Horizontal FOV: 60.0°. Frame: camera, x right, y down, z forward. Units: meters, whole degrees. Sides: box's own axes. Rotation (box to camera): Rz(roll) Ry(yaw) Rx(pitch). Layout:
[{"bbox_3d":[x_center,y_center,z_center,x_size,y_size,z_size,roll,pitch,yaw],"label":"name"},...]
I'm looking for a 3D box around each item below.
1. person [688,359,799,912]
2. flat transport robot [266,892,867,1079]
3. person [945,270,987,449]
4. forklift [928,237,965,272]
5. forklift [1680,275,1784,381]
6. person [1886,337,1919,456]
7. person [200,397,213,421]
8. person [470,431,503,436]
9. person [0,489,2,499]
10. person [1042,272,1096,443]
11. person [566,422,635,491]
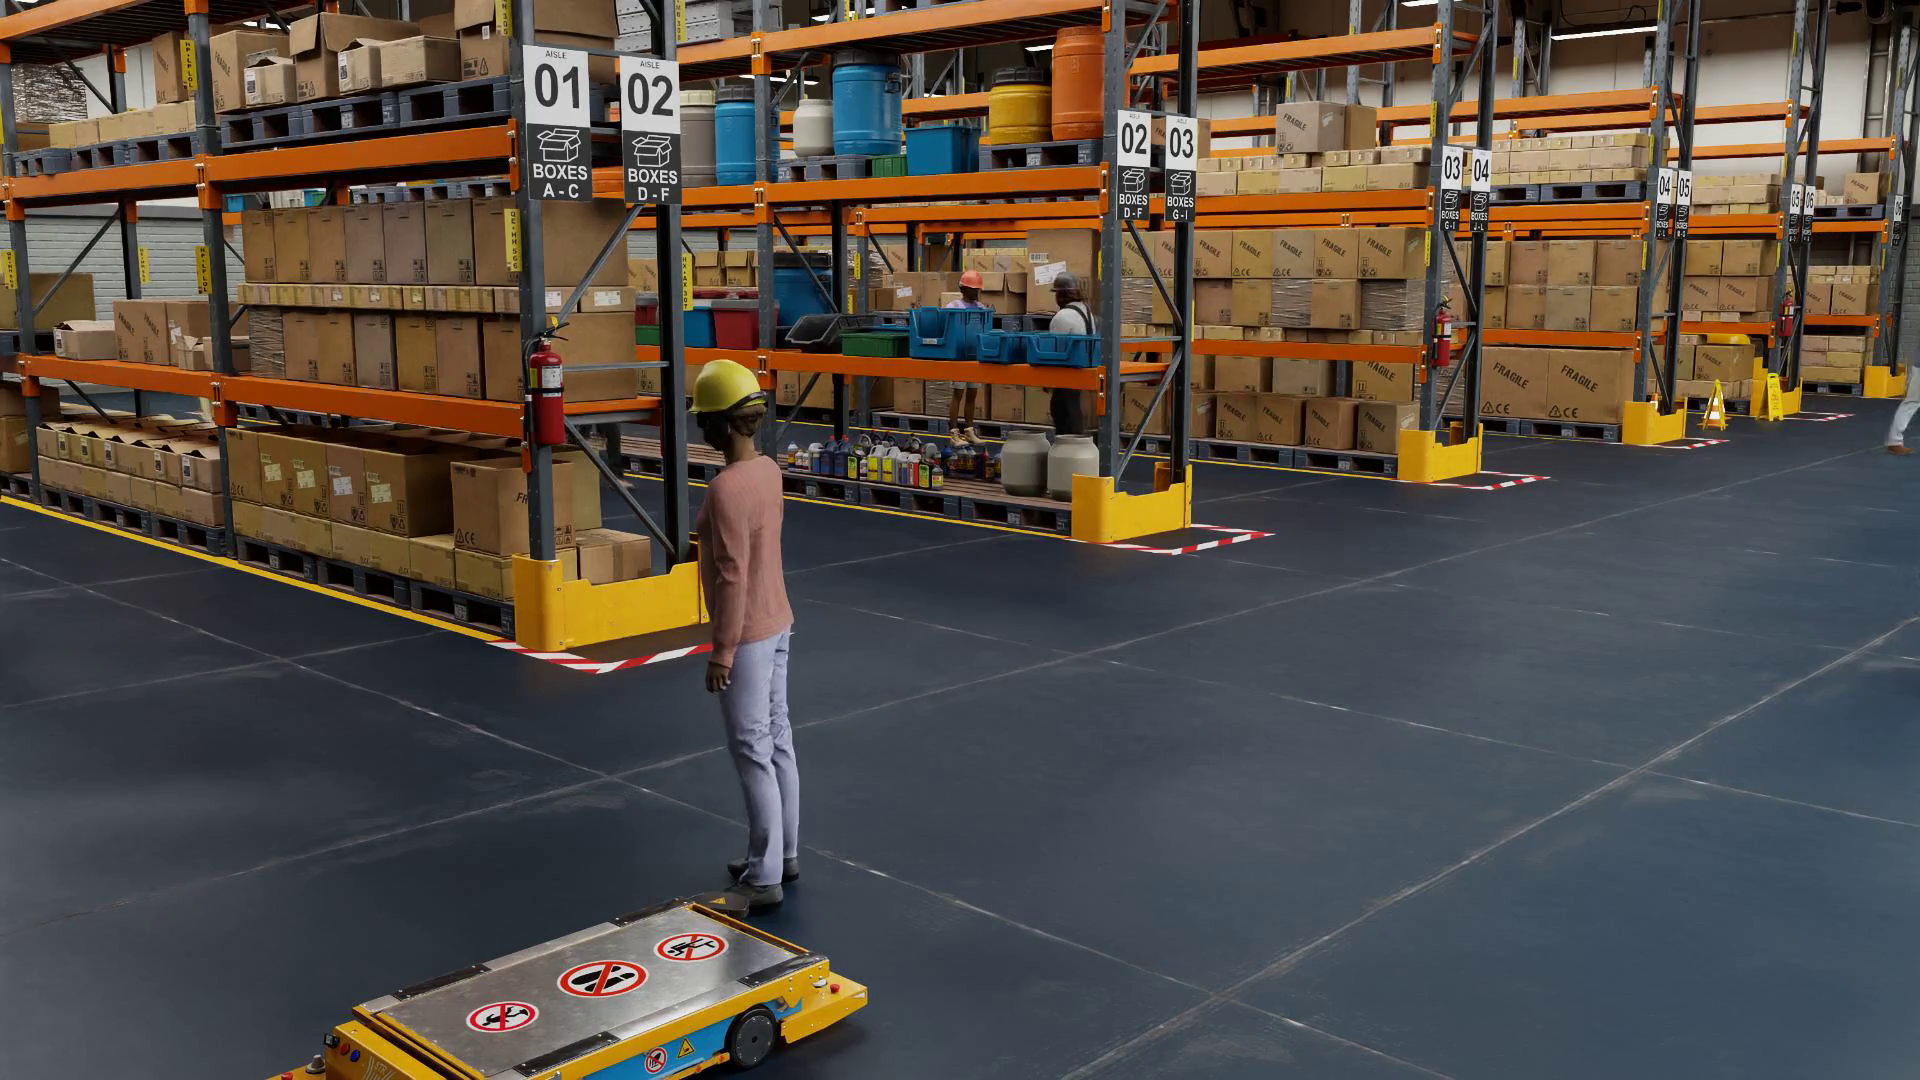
[{"bbox_3d":[-0.709,0.306,5.350,0.327,1.765,0.528,2,9,10],"label":"person"},{"bbox_3d":[-0.980,1.246,4.283,0.652,0.197,1.431,9,13,43],"label":"flat transport robot"},{"bbox_3d":[0.104,-2.081,19.157,0.388,2.036,0.605,9,13,43],"label":"person"},{"bbox_3d":[-0.326,-5.817,39.609,1.129,2.768,1.873,9,13,43],"label":"forklift"},{"bbox_3d":[12.480,-3.427,27.053,1.214,2.155,2.313,9,13,43],"label":"forklift"},{"bbox_3d":[10.728,-1.851,18.291,0.848,1.887,0.650,6,11,32],"label":"person"},{"bbox_3d":[-9.676,-2.212,21.337,0.497,1.585,0.877,-7,11,-35],"label":"person"},{"bbox_3d":[-4.236,-1.192,14.937,0.283,1.633,0.499,9,13,43],"label":"person"},{"bbox_3d":[-5.611,-0.390,9.199,0.552,1.906,0.905,-5,11,-28],"label":"person"},{"bbox_3d":[1.000,-1.691,16.880,0.703,2.000,0.712,5,10,26],"label":"person"},{"bbox_3d":[-3.444,-1.365,15.463,0.856,1.818,0.518,7,11,36],"label":"person"}]
